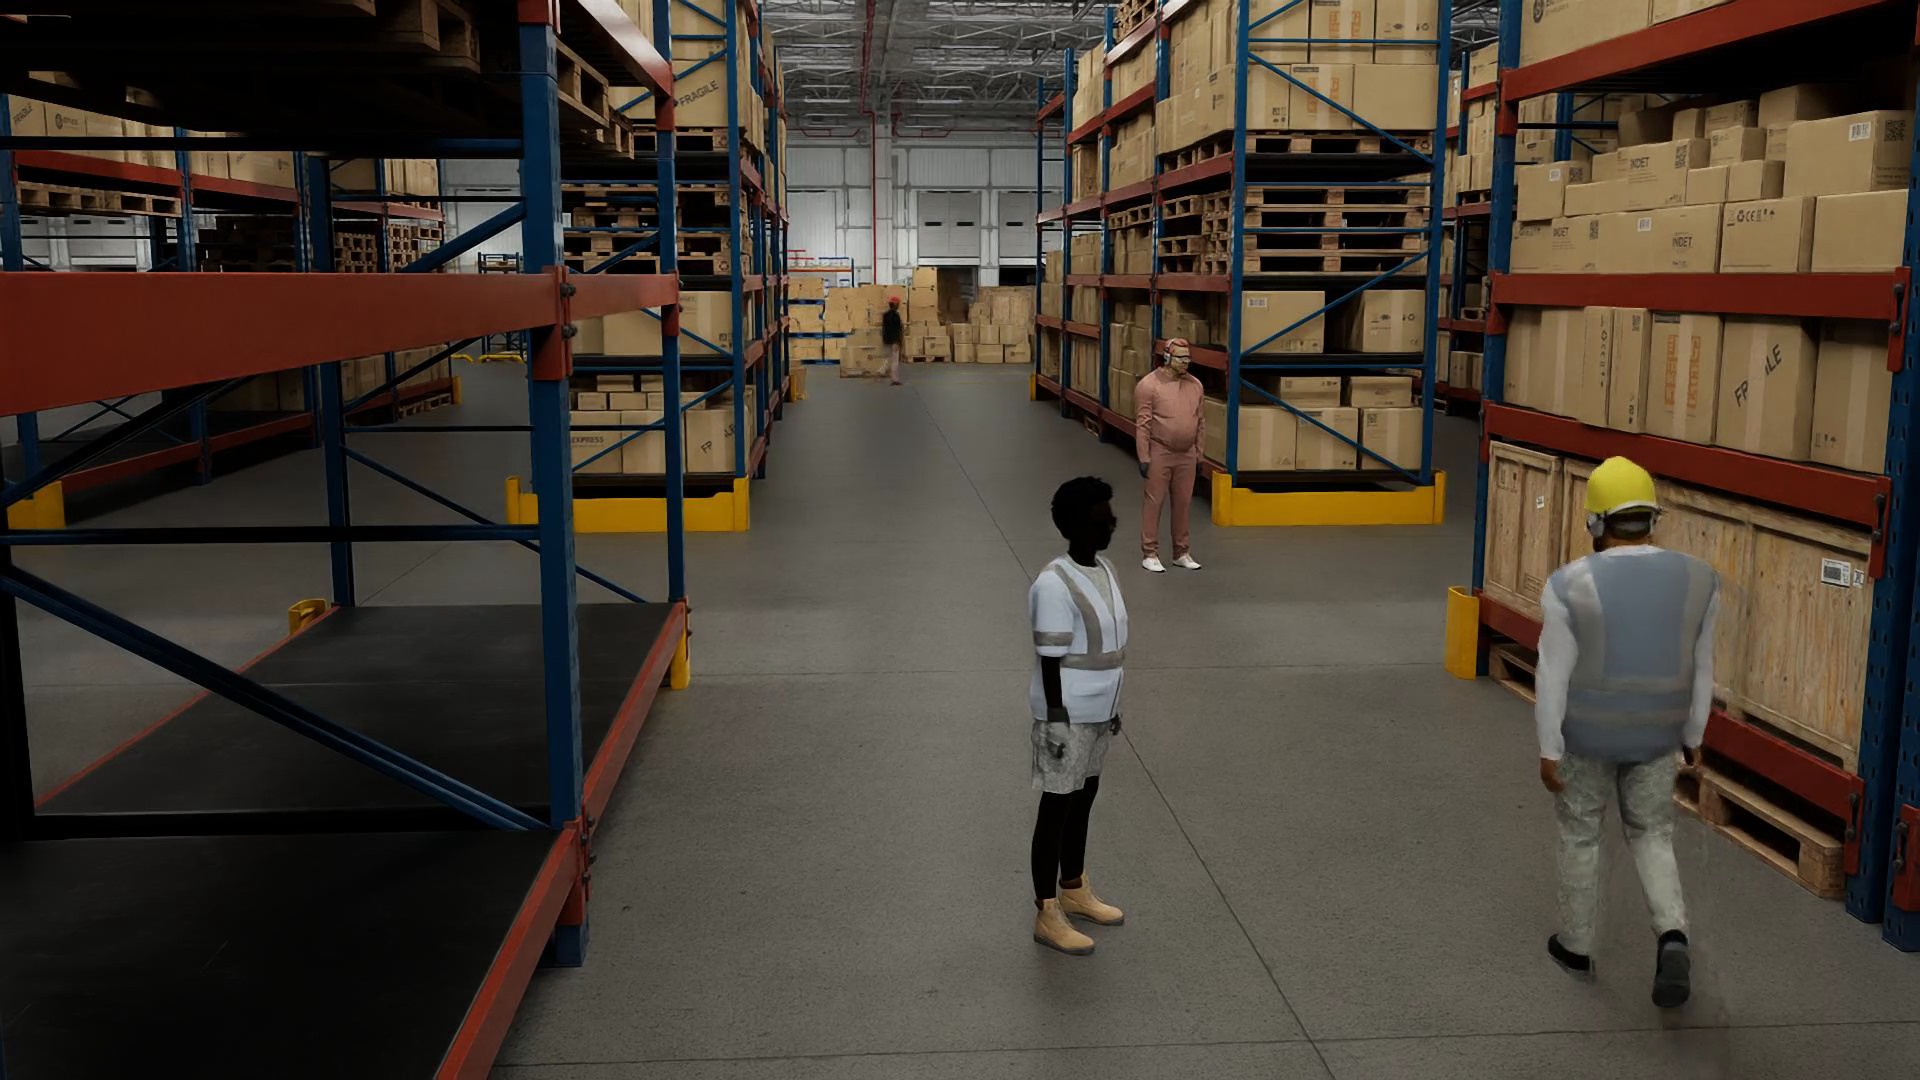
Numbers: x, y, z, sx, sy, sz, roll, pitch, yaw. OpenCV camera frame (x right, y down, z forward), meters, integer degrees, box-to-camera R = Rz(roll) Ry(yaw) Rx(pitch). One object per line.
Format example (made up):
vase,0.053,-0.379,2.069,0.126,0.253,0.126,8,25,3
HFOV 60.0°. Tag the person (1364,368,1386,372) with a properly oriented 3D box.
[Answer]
person,6.624,-2.727,26.534,0.429,1.840,0.627,5,10,26

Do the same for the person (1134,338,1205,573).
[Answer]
person,1.729,-0.686,13.522,0.642,1.900,0.400,-4,10,-25

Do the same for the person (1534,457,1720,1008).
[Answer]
person,2.191,0.635,5.481,0.600,1.813,0.651,0,9,2

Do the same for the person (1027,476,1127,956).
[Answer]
person,0.429,0.613,5.985,0.320,1.697,0.531,5,10,28

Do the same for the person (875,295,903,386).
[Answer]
person,-1.483,-4.311,36.005,0.519,1.981,0.622,-6,11,-33
